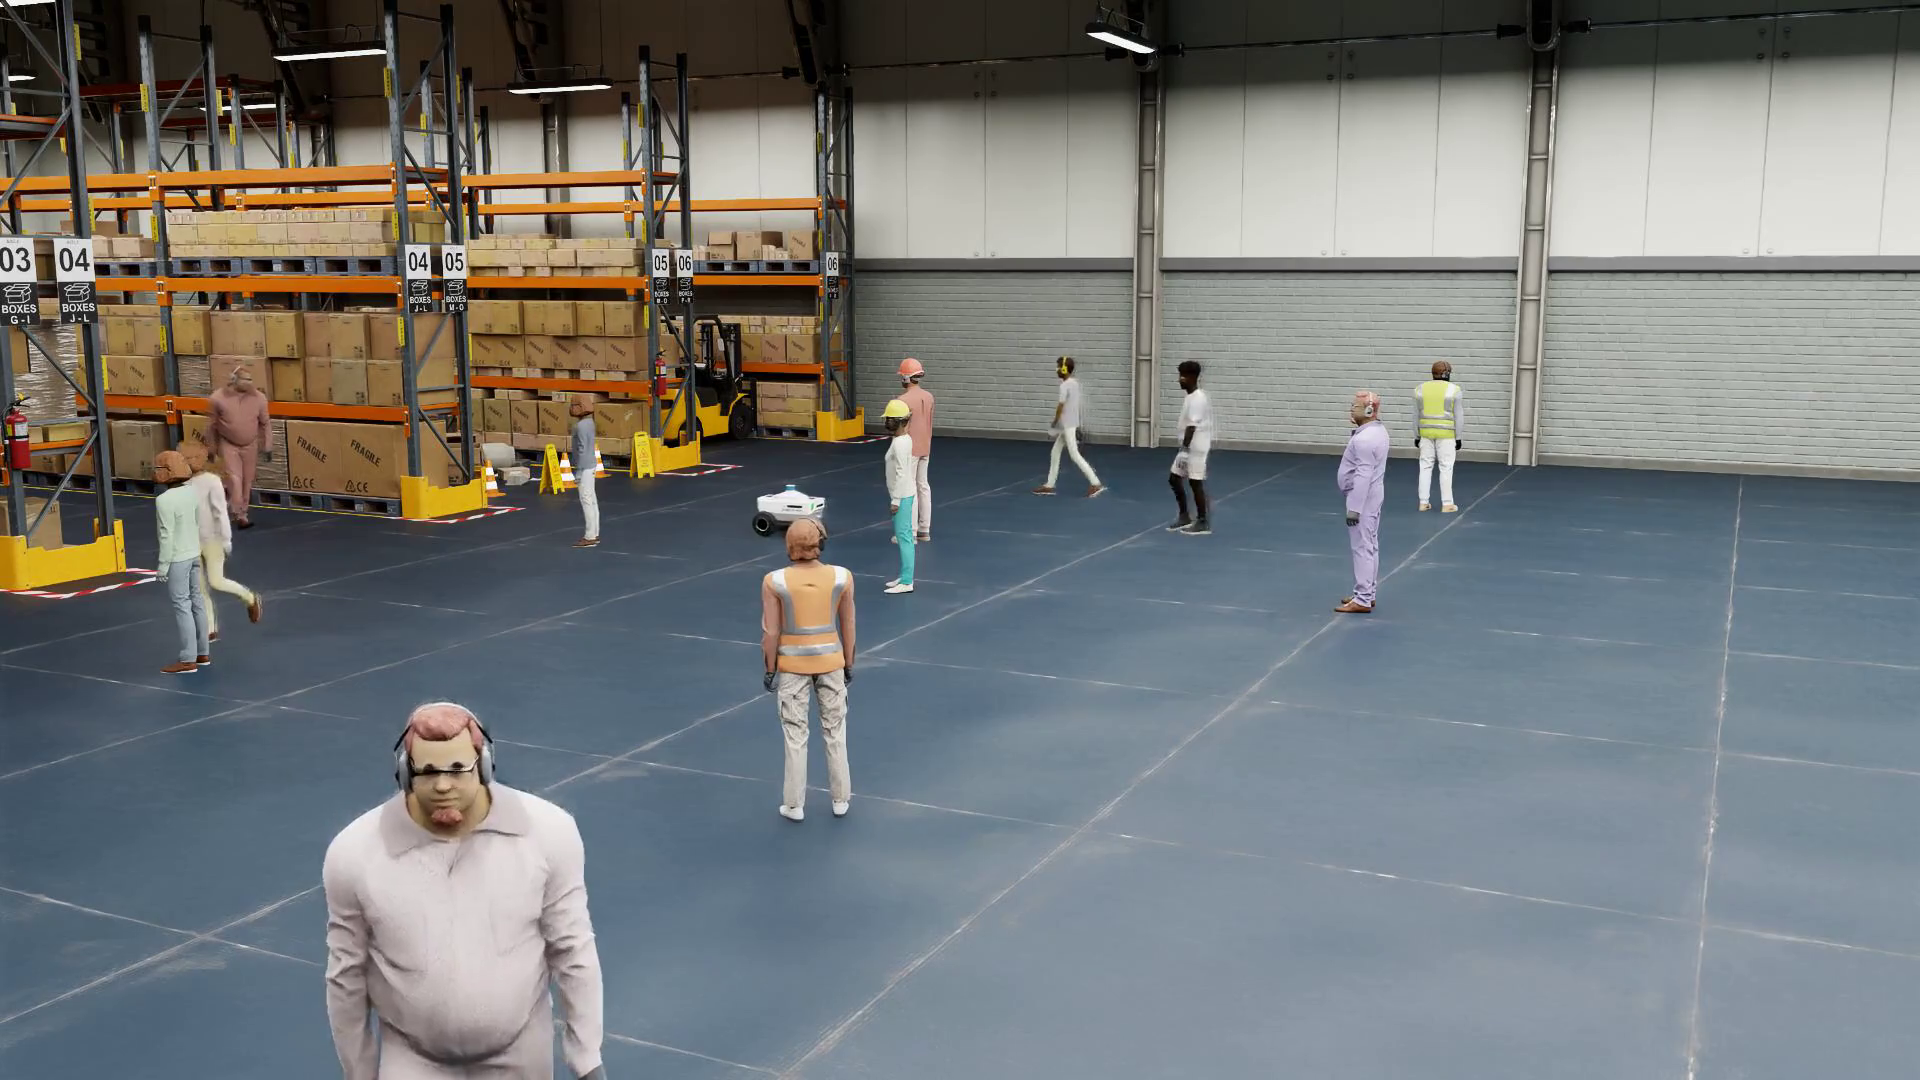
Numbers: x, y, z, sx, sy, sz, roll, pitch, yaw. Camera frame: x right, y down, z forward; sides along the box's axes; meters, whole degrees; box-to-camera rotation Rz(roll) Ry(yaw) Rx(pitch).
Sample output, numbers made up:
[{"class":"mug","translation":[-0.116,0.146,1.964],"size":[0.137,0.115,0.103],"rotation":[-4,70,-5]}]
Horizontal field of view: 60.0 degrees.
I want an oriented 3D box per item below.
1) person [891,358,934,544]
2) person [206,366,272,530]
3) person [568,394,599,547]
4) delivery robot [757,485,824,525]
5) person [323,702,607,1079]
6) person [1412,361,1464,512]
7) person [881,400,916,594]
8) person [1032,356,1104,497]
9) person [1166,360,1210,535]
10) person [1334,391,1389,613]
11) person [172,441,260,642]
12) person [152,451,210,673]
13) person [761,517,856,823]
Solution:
[{"class":"person","translation":[-0.512,-0.951,17.886],"size":[0.376,1.995,0.612],"rotation":[6,11,32]},{"class":"person","translation":[-8.181,-1.048,18.912],"size":[0.670,1.856,0.976],"rotation":[-7,12,-38]},{"class":"person","translation":[-4.008,-0.738,17.702],"size":[0.272,1.632,0.507],"rotation":[0,9,-2]},{"class":"delivery robot","translation":[-1.874,-0.370,18.436],"size":[0.707,0.478,0.477],"rotation":[3,10,19]},{"class":"person","translation":[-1.239,1.334,4.224],"size":[0.666,1.887,0.630],"rotation":[-4,10,-21]},{"class":"person","translation":[5.823,-1.255,20.235],"size":[0.619,1.839,0.430],"rotation":[7,12,37]},{"class":"person","translation":[-0.561,-0.394,15.166],"size":[0.314,1.769,0.523],"rotation":[0,9,3]},{"class":"person","translation":[1.438,-1.469,21.588],"size":[0.966,1.825,0.514],"rotation":[2,10,14]},{"class":"person","translation":[2.506,-1.016,18.423],"size":[0.590,1.941,0.613],"rotation":[-1,9,-4]},{"class":"person","translation":[3.450,-0.327,14.319],"size":[0.410,1.911,0.643],"rotation":[4,10,23]},{"class":"person","translation":[-5.932,0.006,13.185],"size":[0.541,1.608,0.592],"rotation":[3,10,20]},{"class":"person","translation":[-5.722,0.159,12.186],"size":[0.283,1.633,0.497],"rotation":[0,9,2]},{"class":"person","translation":[-0.804,0.696,8.884],"size":[0.515,1.636,0.315],"rotation":[-3,10,-16]}]
